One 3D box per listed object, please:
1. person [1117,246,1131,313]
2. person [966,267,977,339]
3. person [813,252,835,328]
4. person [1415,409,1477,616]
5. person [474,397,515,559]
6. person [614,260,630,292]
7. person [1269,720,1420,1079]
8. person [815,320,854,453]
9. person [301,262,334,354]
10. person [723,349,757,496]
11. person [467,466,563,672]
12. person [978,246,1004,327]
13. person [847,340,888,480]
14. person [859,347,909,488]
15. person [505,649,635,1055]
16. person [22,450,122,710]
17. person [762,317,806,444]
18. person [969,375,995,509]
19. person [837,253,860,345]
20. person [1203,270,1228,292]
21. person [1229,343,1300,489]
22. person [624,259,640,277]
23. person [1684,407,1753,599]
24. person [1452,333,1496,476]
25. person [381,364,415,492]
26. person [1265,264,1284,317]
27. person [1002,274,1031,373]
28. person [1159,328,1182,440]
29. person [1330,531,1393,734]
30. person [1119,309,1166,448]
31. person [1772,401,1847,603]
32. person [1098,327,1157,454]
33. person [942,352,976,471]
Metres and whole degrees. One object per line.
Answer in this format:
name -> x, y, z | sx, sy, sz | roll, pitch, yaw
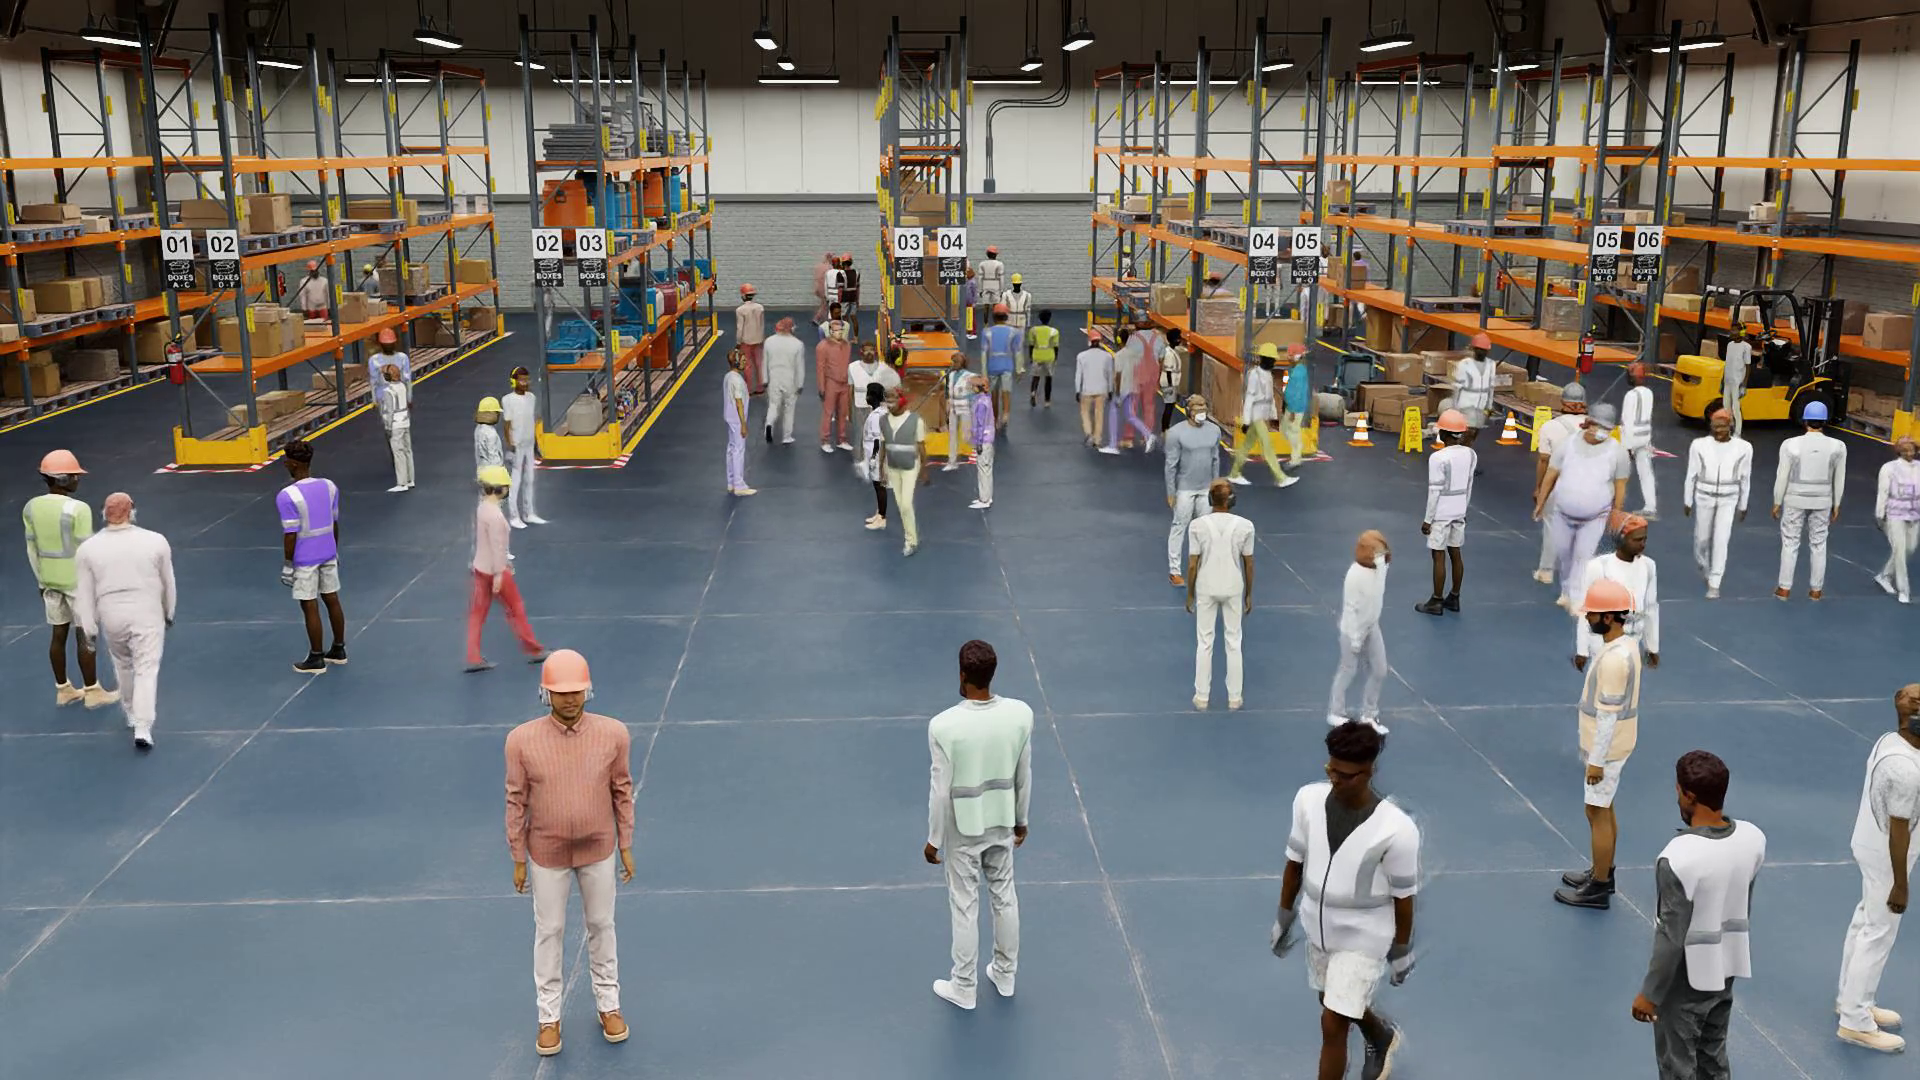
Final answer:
person -> 4.381, -6.892, 44.057 | 0.328, 1.765, 0.532 | -9, 16, -33
person -> 0.215, -5.430, 38.143 | 0.281, 1.631, 0.505 | -7, 15, -26
person -> -3.217, -5.981, 39.962 | 0.466, 1.875, 0.669 | -8, 16, -32
person -> 4.547, -0.258, 15.571 | 0.545, 1.943, 0.347 | -8, 16, -31
person -> -4.974, -0.655, 17.683 | 0.312, 1.741, 0.492 | -9, 16, -34
person -> -7.560, -5.400, 37.386 | 0.370, 1.927, 0.588 | -7, 15, -27
person -> 1.738, 1.688, 7.368 | 0.951, 1.936, 0.614 | -11, 17, -39
person -> -1.773, -2.221, 23.966 | 0.403, 1.905, 0.651 | 12, 18, 42
person -> -13.609, -4.902, 35.242 | 0.637, 1.934, 1.037 | -8, 15, -30
person -> -2.798, -1.482, 20.964 | 0.345, 1.847, 0.504 | -6, 15, -24
person -> -3.787, 0.232, 13.943 | 0.868, 1.728, 0.524 | -9, 16, -33
person -> 0.748, -5.965, 39.552 | 0.609, 2.035, 0.404 | 3, 14, 14
person -> -1.211, -1.732, 22.017 | 0.563, 1.848, 0.389 | -4, 14, -15
person -> -0.945, -1.553, 21.270 | 0.608, 1.842, 0.572 | -5, 14, -22
person -> -1.873, 1.491, 8.044 | 0.612, 1.997, 0.376 | -5, 14, -20
person -> -6.926, 0.311, 12.952 | 0.609, 2.040, 0.395 | 4, 14, 17
person -> -2.603, -2.316, 24.442 | 0.692, 1.875, 0.596 | 3, 14, 14
person -> 0.274, -1.197, 20.221 | 0.313, 1.634, 0.514 | 1, 13, 6
person -> -2.493, -5.312, 36.764 | 0.615, 2.040, 0.391 | -12, 18, -42
person -> 4.960, -4.213, 32.239 | 0.647, 1.993, 0.938 | -2, 13, -8
person -> 3.927, -1.590, 21.373 | 0.999, 1.862, 0.594 | 6, 15, 25
person -> -8.547, -6.619, 43.043 | 0.604, 1.691, 0.848 | -2, 13, -9
person -> 7.452, -0.402, 16.394 | 0.584, 1.859, 0.798 | 7, 15, 26
person -> 6.874, -1.864, 22.445 | 0.553, 1.914, 0.771 | -4, 14, -16
person -> -7.171, -1.430, 21.184 | 0.315, 1.640, 0.515 | 2, 13, 7
person -> 8.129, -6.604, 43.105 | 0.514, 1.640, 0.310 | 7, 15, 26
person -> 1.093, -4.211, 32.349 | 0.586, 1.928, 0.376 | -1, 13, -6
person -> 3.153, -2.335, 24.923 | 0.320, 1.685, 0.539 | 3, 14, 13
person -> 2.970, 0.682, 12.325 | 0.526, 1.586, 0.552 | -11, 17, -38
person -> 2.627, -2.369, 24.303 | 0.686, 2.000, 0.535 | -6, 14, -22
person -> 8.155, -0.366, 16.021 | 0.616, 1.942, 0.402 | 3, 14, 13
person -> 2.391, -2.103, 23.635 | 0.823, 1.839, 0.514 | 10, 16, 36
person -> 0.051, -1.749, 22.574 | 0.606, 1.621, 0.528 | -10, 17, -37
